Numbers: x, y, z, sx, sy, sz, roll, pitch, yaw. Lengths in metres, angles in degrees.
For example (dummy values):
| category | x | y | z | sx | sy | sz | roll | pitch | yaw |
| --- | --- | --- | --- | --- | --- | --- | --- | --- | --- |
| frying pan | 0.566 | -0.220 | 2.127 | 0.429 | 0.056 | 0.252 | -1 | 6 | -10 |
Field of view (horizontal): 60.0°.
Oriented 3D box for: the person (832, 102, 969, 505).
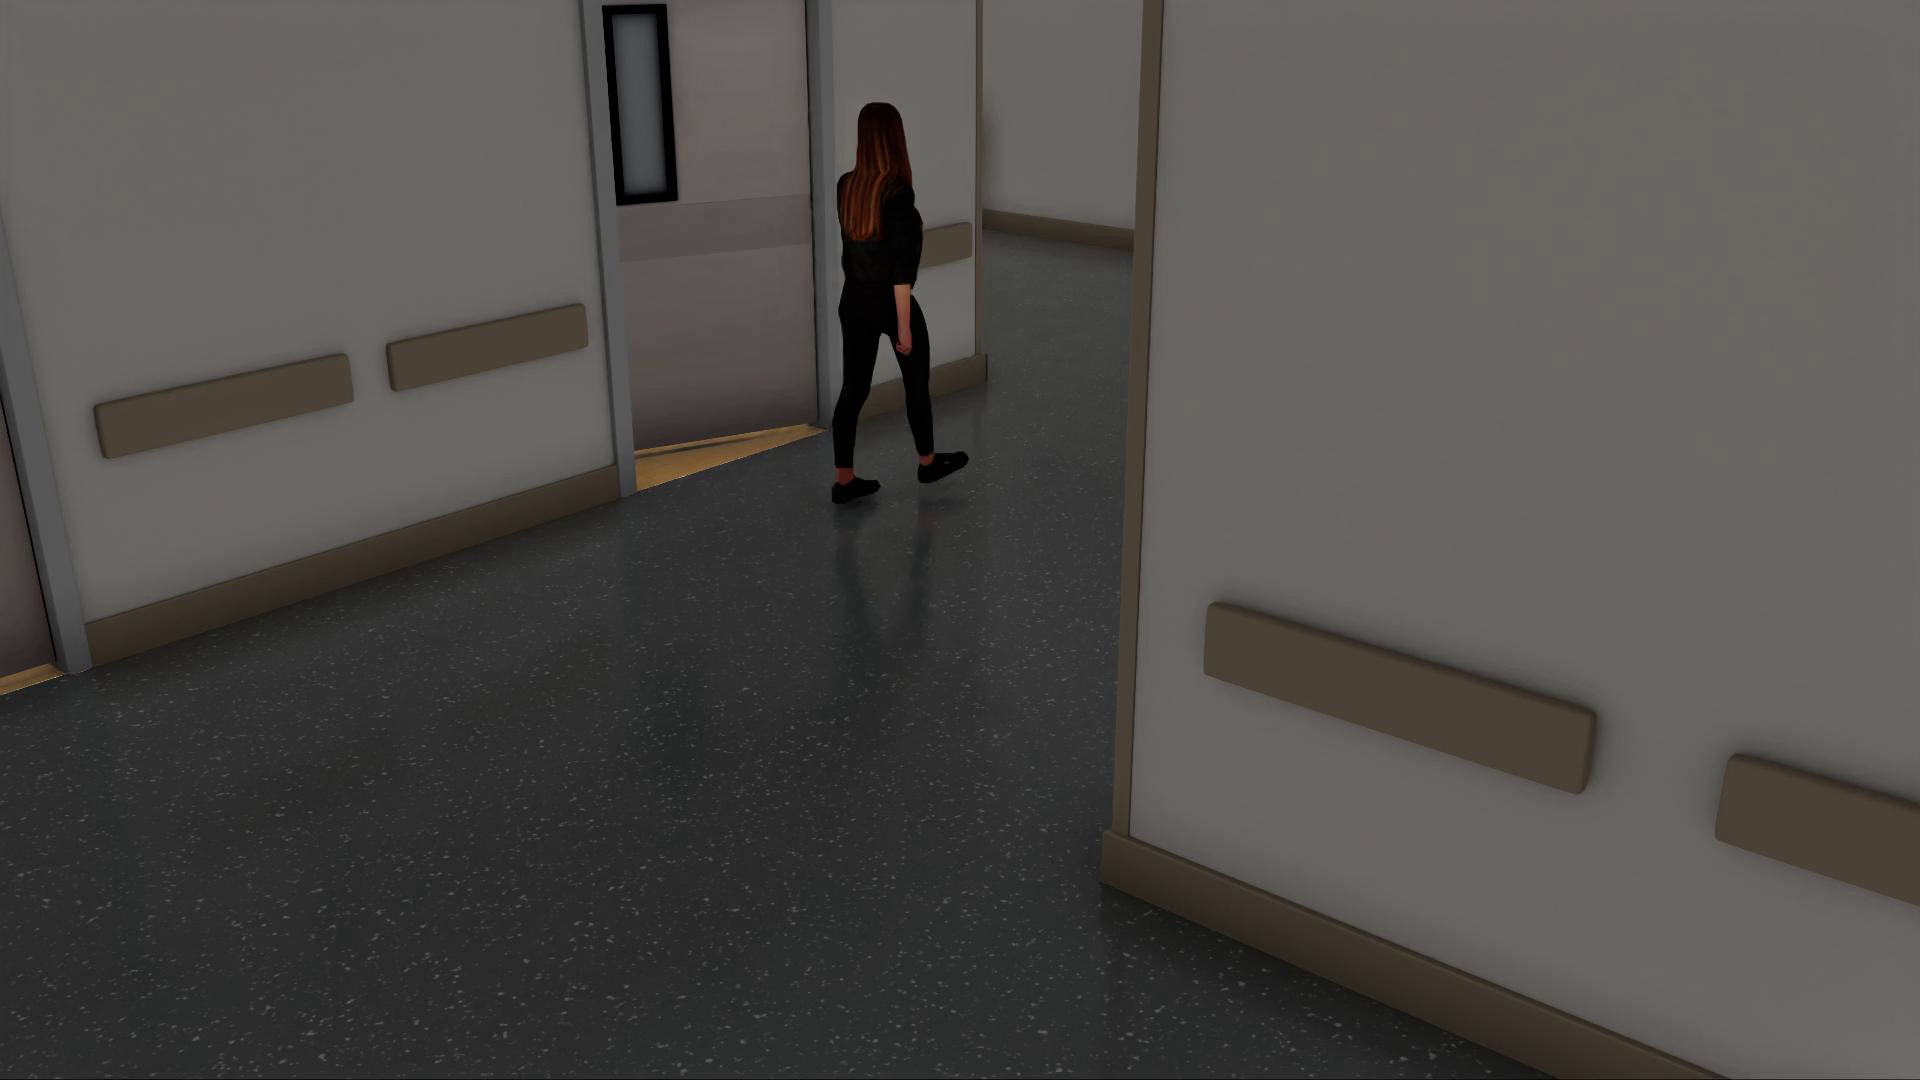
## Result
| category | x | y | z | sx | sy | sz | roll | pitch | yaw |
| --- | --- | --- | --- | --- | --- | --- | --- | --- | --- |
| person | -0.422 | -0.958 | 7.055 | 0.649 | 1.687 | 0.926 | 18 | 27 | 39 |
